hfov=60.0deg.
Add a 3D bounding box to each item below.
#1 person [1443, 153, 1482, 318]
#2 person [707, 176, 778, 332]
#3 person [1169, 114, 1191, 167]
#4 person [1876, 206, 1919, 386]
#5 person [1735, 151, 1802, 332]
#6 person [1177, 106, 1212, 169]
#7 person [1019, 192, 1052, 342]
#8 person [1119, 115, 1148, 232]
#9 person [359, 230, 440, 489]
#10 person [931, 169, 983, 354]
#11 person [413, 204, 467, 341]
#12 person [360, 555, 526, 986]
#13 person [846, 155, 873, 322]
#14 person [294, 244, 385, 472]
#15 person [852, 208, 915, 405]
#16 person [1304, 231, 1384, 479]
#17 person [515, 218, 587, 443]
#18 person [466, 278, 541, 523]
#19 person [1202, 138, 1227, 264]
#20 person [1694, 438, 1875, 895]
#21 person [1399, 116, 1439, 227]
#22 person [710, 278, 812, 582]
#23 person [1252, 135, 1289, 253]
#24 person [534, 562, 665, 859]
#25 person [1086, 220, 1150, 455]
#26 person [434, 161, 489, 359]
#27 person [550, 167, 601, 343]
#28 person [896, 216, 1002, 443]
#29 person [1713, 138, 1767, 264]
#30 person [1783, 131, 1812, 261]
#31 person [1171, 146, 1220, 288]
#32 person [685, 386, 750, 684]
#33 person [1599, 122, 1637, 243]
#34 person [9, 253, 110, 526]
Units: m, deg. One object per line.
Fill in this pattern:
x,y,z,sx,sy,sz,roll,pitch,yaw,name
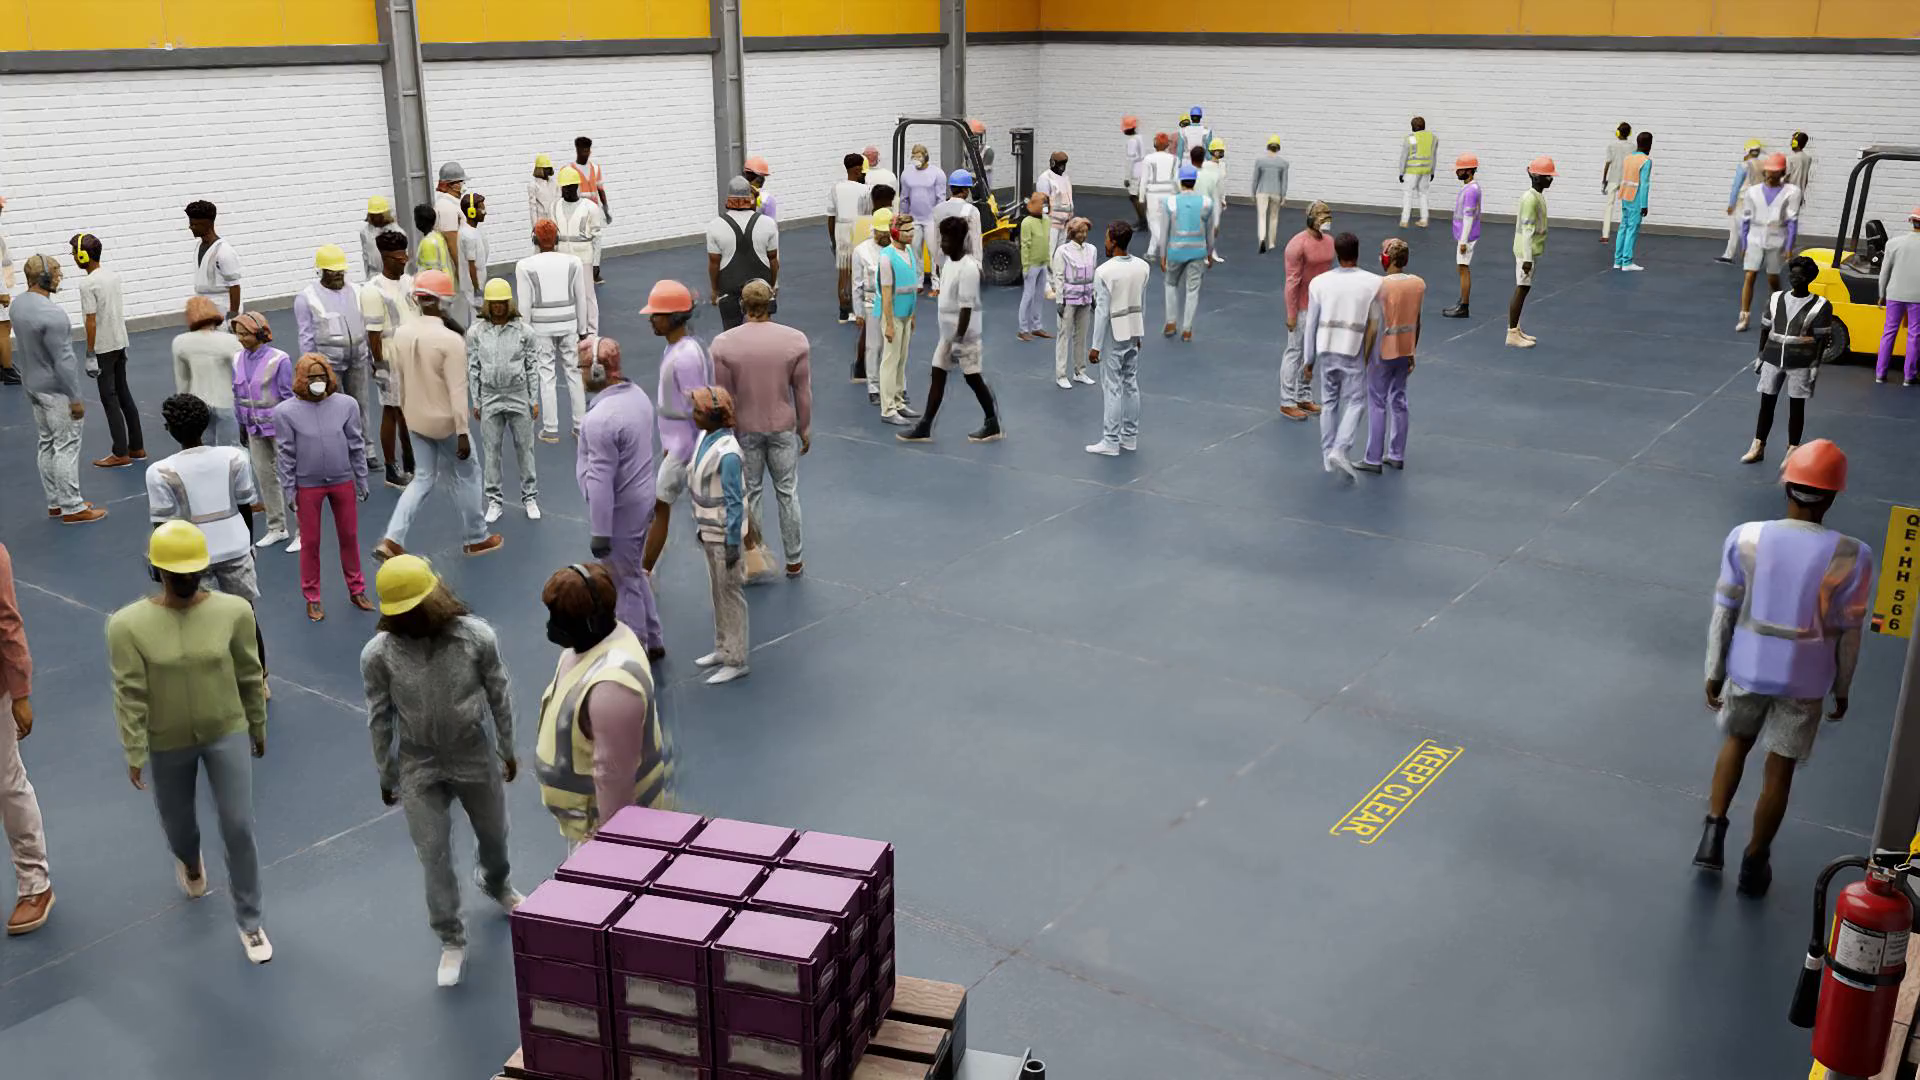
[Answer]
5.963,-3.610,19.733,0.387,1.929,0.547,5,18,14,person
-2.088,-2.462,15.957,0.674,2.000,0.535,-5,18,-14,person
3.990,-6.726,29.761,0.533,1.757,0.342,-2,18,-7,person
9.248,-2.386,16.193,0.564,1.745,0.344,16,24,41,person
9.238,-3.419,19.000,0.610,2.018,0.941,13,22,35,person
4.047,-6.482,28.698,0.604,1.938,0.402,3,18,10,person
0.844,-3.022,18.369,0.268,1.631,0.507,13,22,36,person
2.848,-5.993,27.238,0.543,1.890,0.563,4,18,13,person
-4.284,-1.384,12.708,0.361,1.962,0.612,4,18,13,person
-0.013,-2.911,17.516,0.614,1.943,0.405,12,21,33,person
-5.240,-2.560,16.845,0.638,1.674,0.542,-2,18,-6,person
-1.949,0.809,6.280,0.523,1.706,0.634,-6,19,-19,person
-1.185,-3.539,19.514,0.381,1.923,0.591,15,23,39,person
-4.820,-1.390,12.955,0.403,1.824,0.606,16,24,41,person
-0.693,-2.154,15.355,0.602,1.821,0.403,-7,19,-20,person
2.946,-1.422,12.953,0.607,1.888,0.679,9,20,27,person
-3.421,-1.756,14.004,0.576,1.881,0.354,-9,20,-27,person
-3.234,-0.991,11.834,0.486,1.746,0.289,-4,18,-13,person
3.654,-4.876,23.946,0.309,1.772,0.524,17,24,42,person
3.356,0.531,6.792,0.543,1.918,0.422,14,22,37,person
7.663,-6.163,27.889,0.641,1.828,0.429,-4,18,-11,person
-1.252,-0.687,10.576,0.630,1.936,0.366,-4,18,-11,person
4.667,-5.222,25.092,0.531,1.742,0.797,4,18,11,person
-1.159,0.922,5.745,0.641,1.820,0.651,-5,18,-15,person
1.298,-1.649,13.608,0.392,1.922,0.591,17,24,42,person
-5.202,-2.933,17.429,0.538,2.000,0.684,-5,18,-14,person
-4.148,-3.041,17.950,0.590,1.927,0.367,5,18,15,person
-0.050,-1.740,13.904,0.905,1.919,0.613,-7,19,-20,person
11.220,-4.776,23.592,0.596,1.800,0.792,-12,21,-34,person
12.027,-4.977,24.121,0.558,1.853,0.390,-8,19,-24,person
3.002,-4.130,21.474,0.594,1.856,1.051,-2,18,-7,person
-1.297,-0.032,9.014,0.311,1.638,0.521,-8,19,-23,person
10.298,-5.576,26.000,0.495,1.862,0.325,3,18,8,person
-6.390,-1.052,11.733,0.636,1.931,0.377,13,22,36,person
